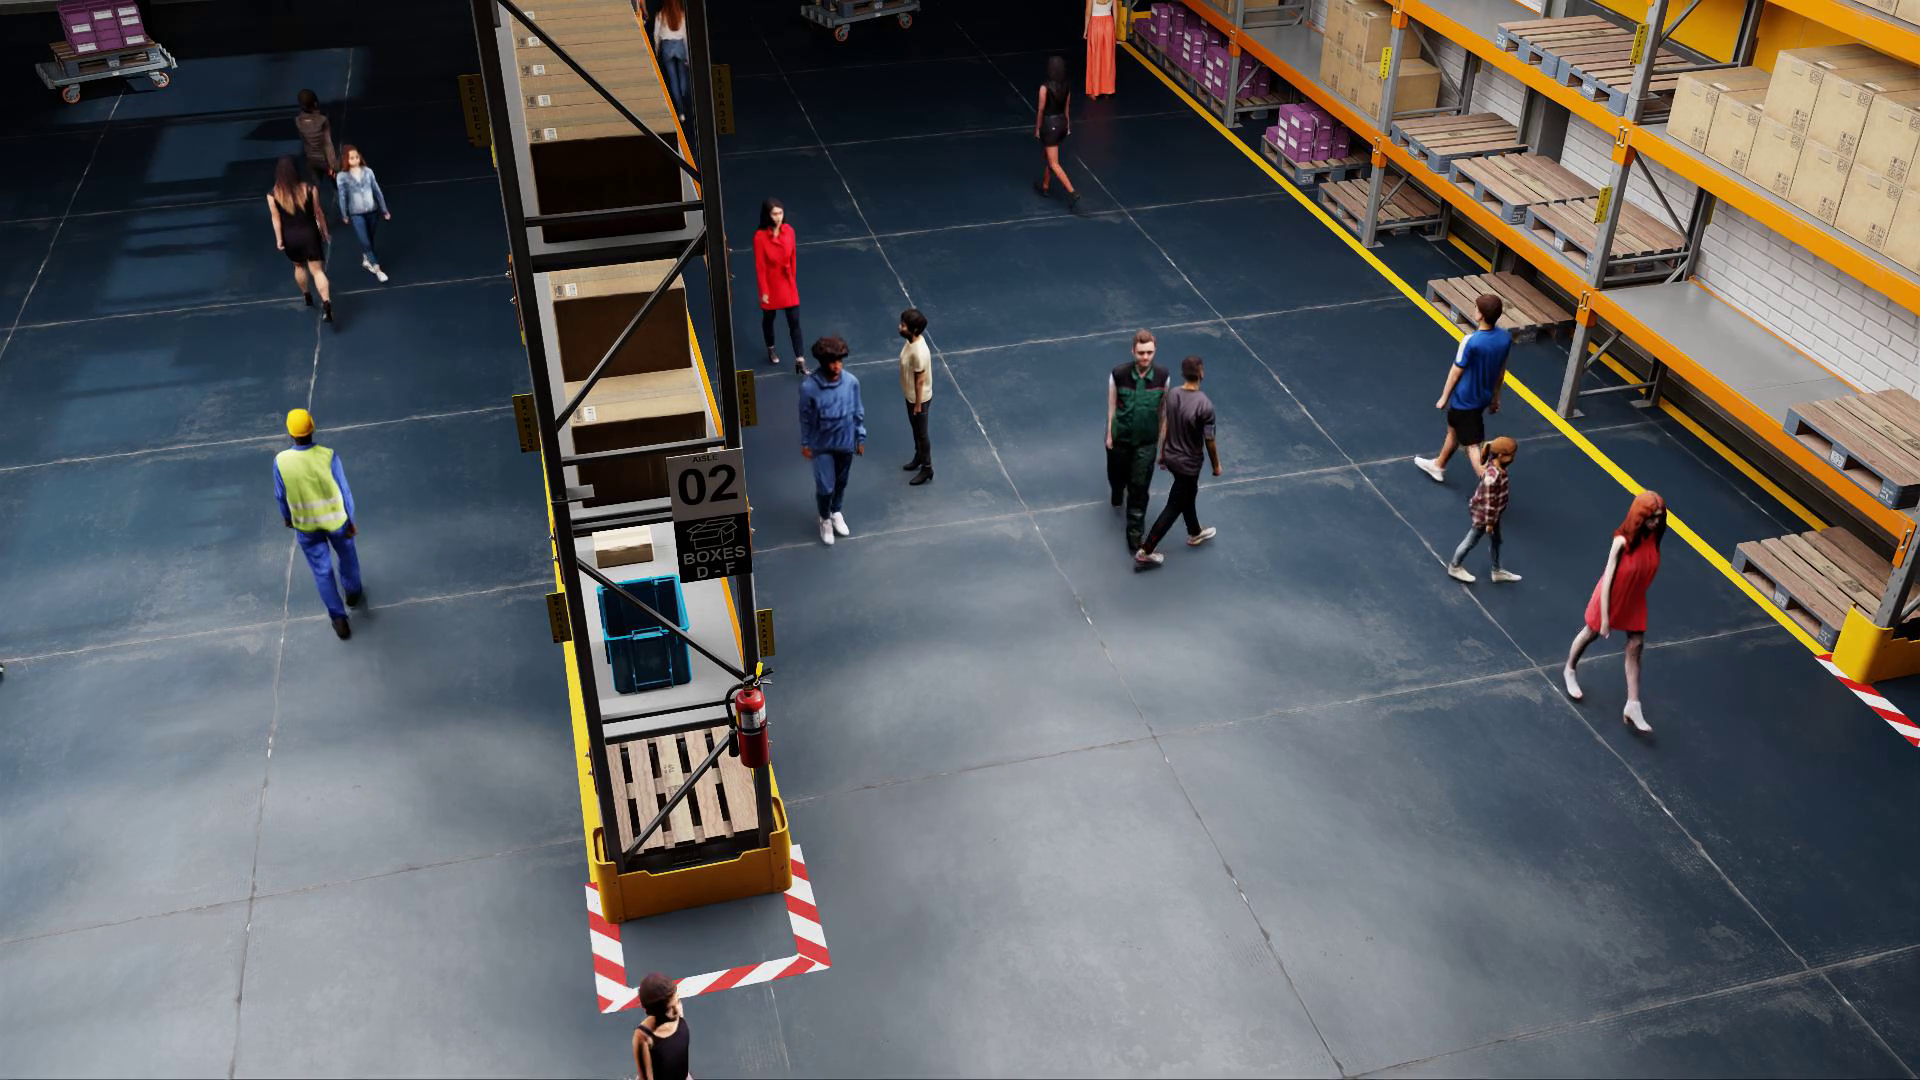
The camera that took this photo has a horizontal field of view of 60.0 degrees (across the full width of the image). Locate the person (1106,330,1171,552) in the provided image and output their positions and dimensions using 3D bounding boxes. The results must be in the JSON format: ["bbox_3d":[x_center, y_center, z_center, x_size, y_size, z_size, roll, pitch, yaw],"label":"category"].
[{"bbox_3d":[1.372,-0.865,13.313,0.862,1.819,1.185,1,34,2],"label":"person"}]

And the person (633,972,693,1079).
[{"bbox_3d":[-1.521,2.693,8.228,1.071,1.522,0.936,23,40,31],"label":"person"}]

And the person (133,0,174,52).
[{"bbox_3d":[-11.880,-7.959,24.020,0.786,1.781,0.692,-27,42,-34],"label":"person"}]

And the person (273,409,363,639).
[{"bbox_3d":[-4.676,-0.091,12.174,0.742,1.790,0.950,-14,36,-20],"label":"person"}]

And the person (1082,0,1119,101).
[{"bbox_3d":[1.892,-6.820,22.287,0.636,1.802,0.597,-6,34,-9],"label":"person"}]

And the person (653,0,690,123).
[{"bbox_3d":[-3.698,-6.282,21.572,0.637,1.697,1.020,-12,35,-17],"label":"person"}]

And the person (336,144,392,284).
[{"bbox_3d":[-6.334,-3.479,17.577,0.859,1.451,1.027,-28,43,-35],"label":"person"}]

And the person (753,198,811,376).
[{"bbox_3d":[-1.789,-2.431,15.758,0.769,1.720,0.995,-17,37,-24],"label":"person"}]

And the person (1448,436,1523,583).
[{"bbox_3d":[3.999,-0.241,12.856,0.872,1.285,0.814,18,38,25],"label":"person"}]

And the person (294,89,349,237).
[{"bbox_3d":[-7.080,-4.266,18.592,0.901,1.638,1.180,0,34,0],"label":"person"}]

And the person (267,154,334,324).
[{"bbox_3d":[-6.521,-2.944,16.572,0.796,1.674,1.109,-16,37,-22],"label":"person"}]

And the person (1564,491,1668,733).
[{"bbox_3d":[4.461,0.394,11.443,0.683,1.792,1.025,-12,35,-17],"label":"person"}]

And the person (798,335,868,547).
[{"bbox_3d":[-1.063,-0.843,13.304,0.737,1.792,0.705,-15,36,-21],"label":"person"}]

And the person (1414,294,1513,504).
[{"bbox_3d":[4.271,-1.102,13.660,0.938,1.829,1.315,-21,39,-28],"label":"person"}]

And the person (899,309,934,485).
[{"bbox_3d":[-0.361,-1.227,14.070,0.652,1.583,0.428,-7,34,-10],"label":"person"}]

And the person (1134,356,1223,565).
[{"bbox_3d":[1.682,-0.562,12.942,0.880,1.724,1.091,-18,38,-25],"label":"person"}]

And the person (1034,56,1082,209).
[{"bbox_3d":[1.136,-4.653,19.113,0.925,1.707,1.213,-26,42,-33],"label":"person"}]
